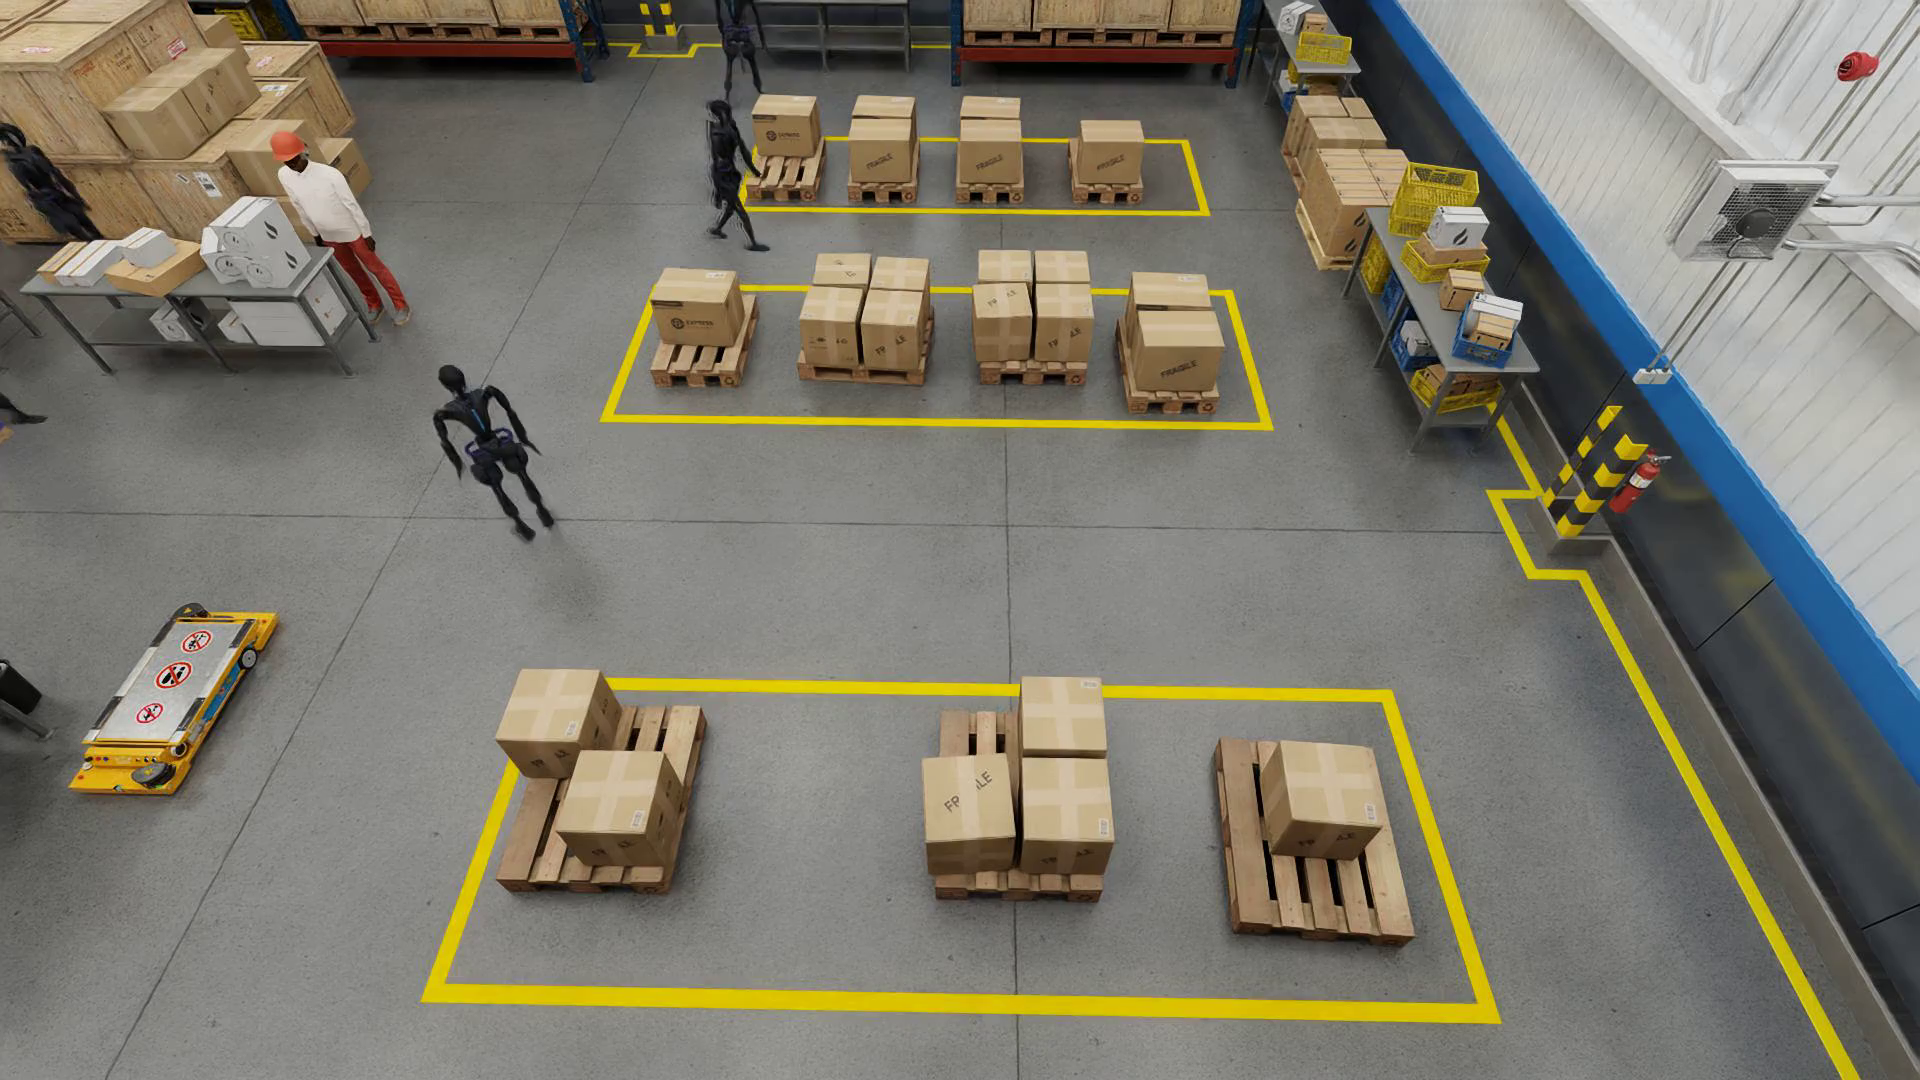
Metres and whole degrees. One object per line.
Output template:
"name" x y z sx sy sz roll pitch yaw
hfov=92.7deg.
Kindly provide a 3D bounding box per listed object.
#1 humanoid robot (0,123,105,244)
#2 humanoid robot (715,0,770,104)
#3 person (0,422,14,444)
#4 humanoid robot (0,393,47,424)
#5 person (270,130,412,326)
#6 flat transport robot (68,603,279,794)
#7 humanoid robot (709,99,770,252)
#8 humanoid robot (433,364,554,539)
"humanoid robot" -9.157 -3.380 9.307 0.376 1.654 0.612 -9 50 -8
"humanoid robot" -2.877 -6.500 11.953 0.752 1.631 0.517 -1 50 -1
"person" -8.859 -1.549 7.518 0.687 2.000 0.536 18 52 14
"humanoid robot" -8.739 -1.596 7.807 0.586 1.624 0.602 -11 51 -10
"person" -5.901 -2.919 8.716 0.614 1.986 0.406 2 50 2
"flat transport robot" -5.504 1.072 6.442 0.652 0.197 1.431 1 50 1
"humanoid robot" -2.500 -3.878 9.761 0.721 1.649 0.569 7 50 6
"humanoid robot" -3.585 -0.679 7.038 0.602 1.655 0.430 -36 59 -26
